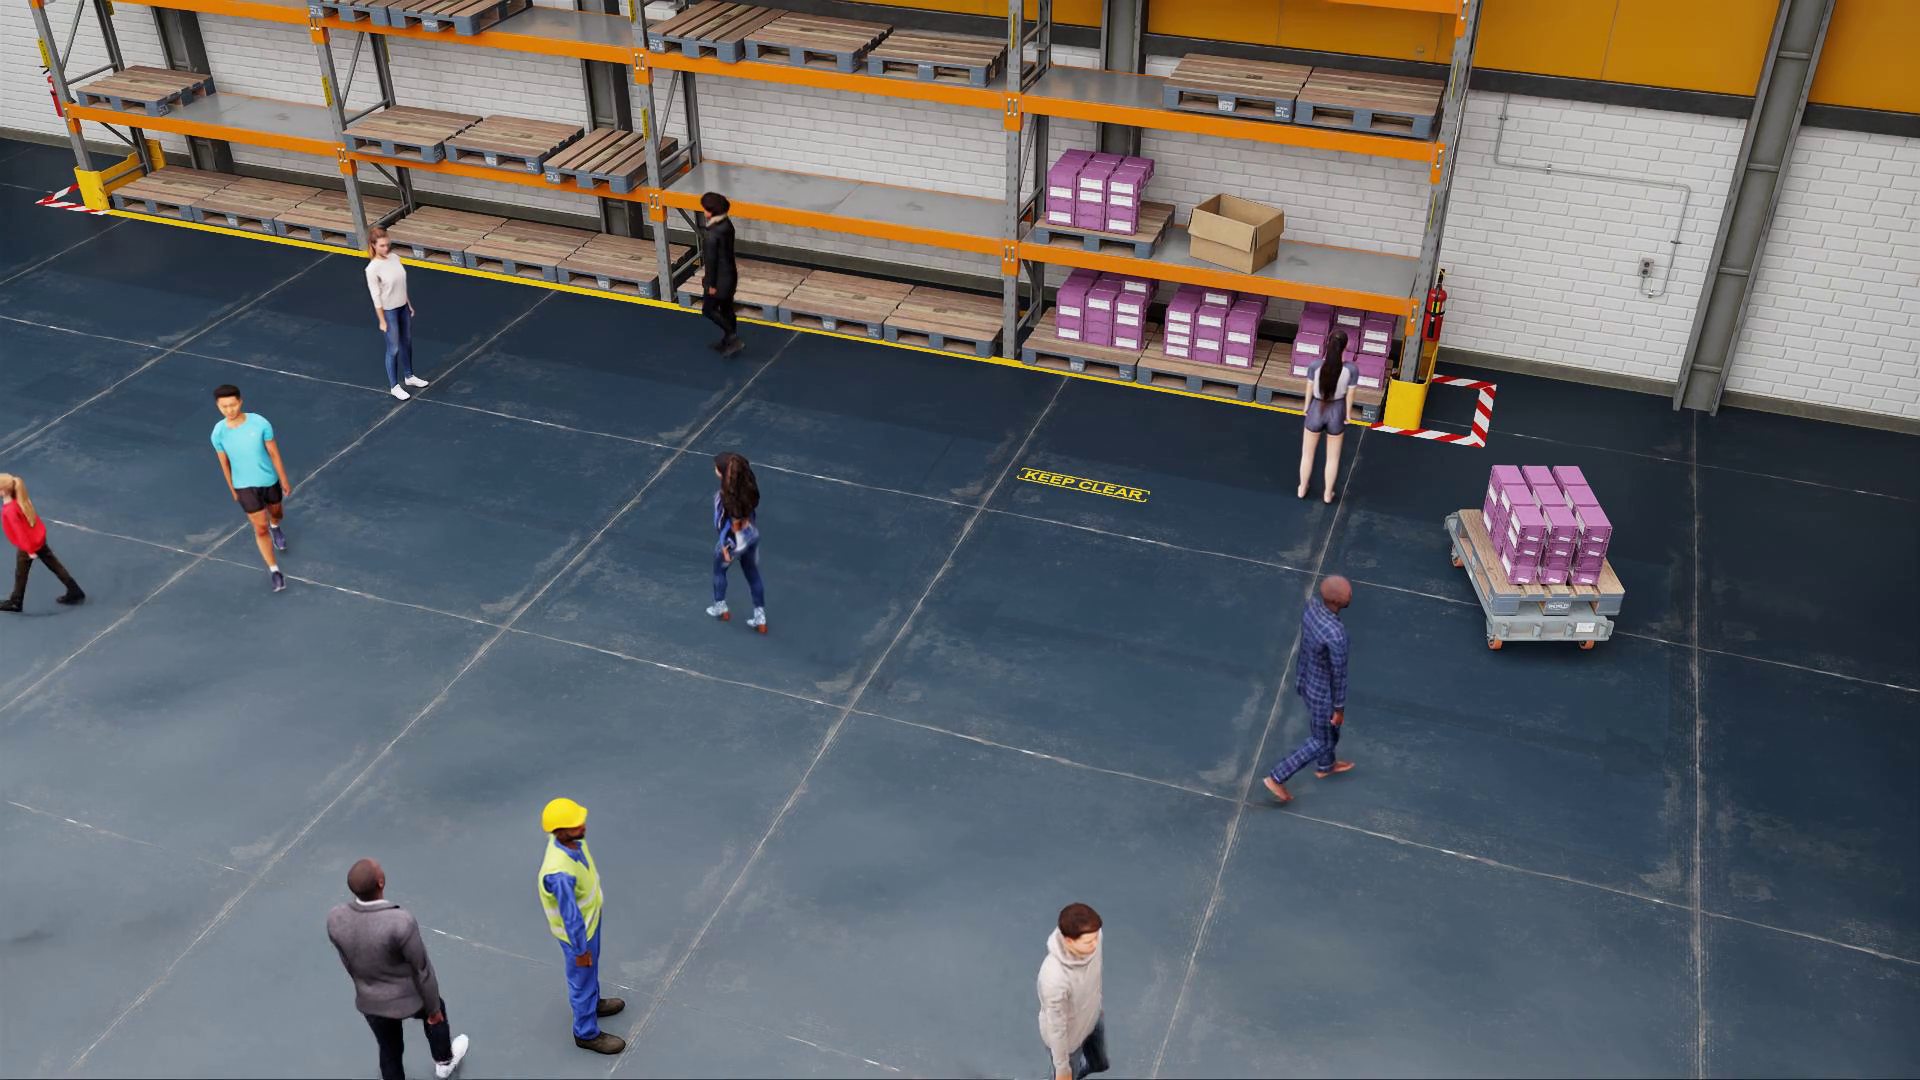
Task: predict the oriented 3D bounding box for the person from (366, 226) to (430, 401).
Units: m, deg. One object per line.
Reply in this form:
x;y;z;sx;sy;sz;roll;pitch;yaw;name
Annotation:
-5.532;-2.228;16.235;0.513;1.721;0.618;13;36;19;person

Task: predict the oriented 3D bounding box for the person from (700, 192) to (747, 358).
-2.354;-2.644;16.822;0.669;1.764;0.621;11;35;17;person

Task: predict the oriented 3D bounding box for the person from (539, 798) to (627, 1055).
-2.184;2.173;9.530;0.727;1.813;0.752;-3;34;-5;person

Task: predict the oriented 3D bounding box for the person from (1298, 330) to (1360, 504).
3.210;-1.081;14.576;0.484;1.646;0.670;7;34;11;person

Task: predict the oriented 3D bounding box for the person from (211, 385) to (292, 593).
-5.762;-0.510;13.629;1.107;1.745;1.183;-16;37;-22;person

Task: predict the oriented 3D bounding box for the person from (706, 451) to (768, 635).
-1.663;0.041;12.932;0.886;1.598;0.774;25;41;33;person

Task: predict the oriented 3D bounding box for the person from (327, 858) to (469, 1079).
-3.097;2.533;9.007;0.899;1.794;0.914;5;34;8;person

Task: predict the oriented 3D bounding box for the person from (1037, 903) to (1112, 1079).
0.528;2.565;8.911;0.764;1.845;0.762;18;38;25;person

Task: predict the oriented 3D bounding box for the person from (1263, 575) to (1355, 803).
2.401;1.014;11.288;1.147;1.798;1.029;-9;35;-14;person

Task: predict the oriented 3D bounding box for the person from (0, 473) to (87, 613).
-7.363;0.020;13.278;0.954;1.251;0.783;-6;34;-9;person
